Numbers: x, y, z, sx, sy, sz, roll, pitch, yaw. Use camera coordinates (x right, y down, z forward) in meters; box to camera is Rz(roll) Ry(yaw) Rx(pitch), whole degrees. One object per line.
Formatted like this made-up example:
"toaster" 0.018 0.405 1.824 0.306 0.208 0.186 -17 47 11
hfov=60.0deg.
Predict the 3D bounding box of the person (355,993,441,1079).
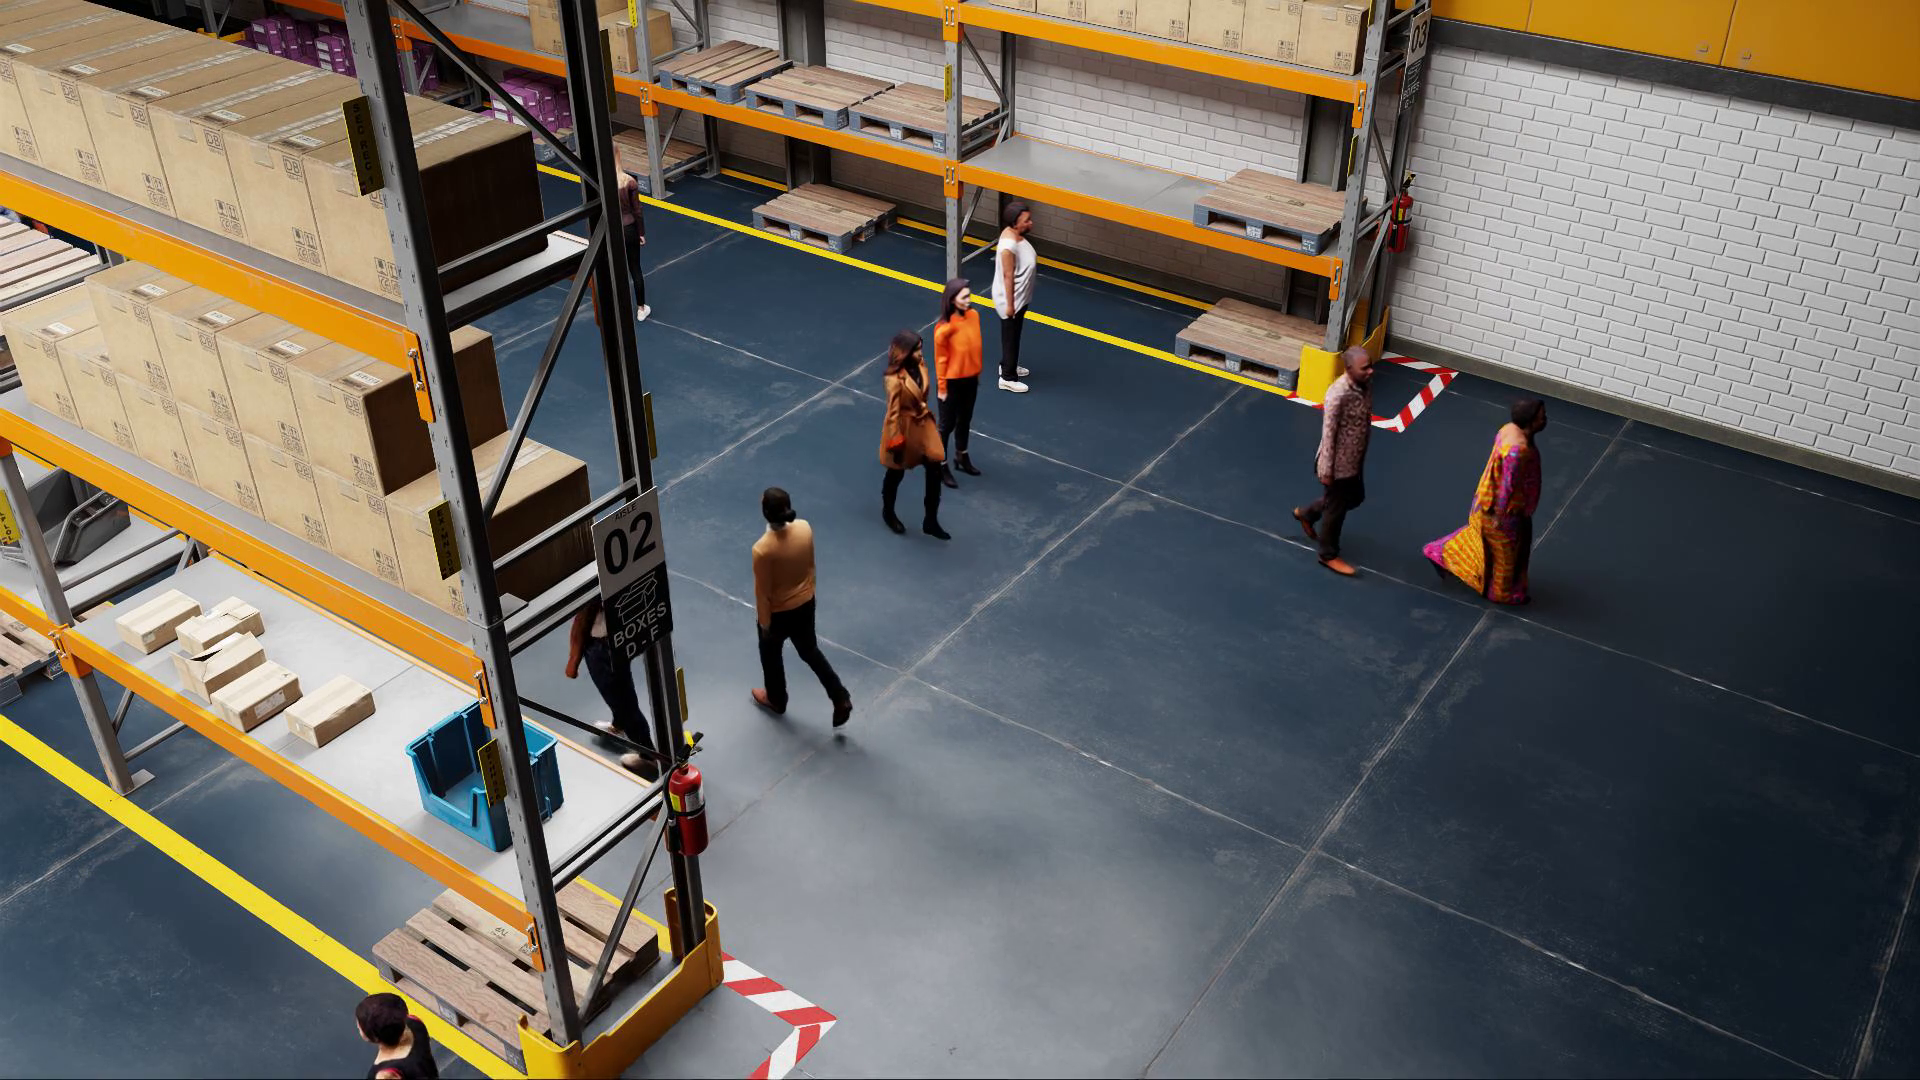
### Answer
"person" -2.374 2.575 7.456 0.697 1.543 0.666 2 34 3

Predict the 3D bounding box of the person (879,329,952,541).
"person" -0.464 -0.799 12.388 0.851 1.704 0.760 25 41 33

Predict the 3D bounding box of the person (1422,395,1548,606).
"person" 3.750 -0.295 11.658 1.128 1.670 0.899 7 34 10

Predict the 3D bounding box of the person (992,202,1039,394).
"person" 0.481 -2.127 14.400 0.765 1.687 0.753 4 34 6

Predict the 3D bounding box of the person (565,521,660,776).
"person" -2.007 0.700 10.058 0.887 1.784 0.737 13 36 18

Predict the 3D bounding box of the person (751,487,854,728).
"person" -1.032 0.471 10.452 1.084 1.731 0.727 26 42 34

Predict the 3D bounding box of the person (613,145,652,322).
"person" -3.170 -2.842 15.468 0.658 1.696 0.732 -4 34 -6

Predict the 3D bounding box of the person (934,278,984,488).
"person" -0.030 -1.247 13.021 0.594 1.748 0.647 28 42 35

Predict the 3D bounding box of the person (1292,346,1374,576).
"person" 2.699 -0.618 12.039 0.883 1.789 0.745 25 41 33
